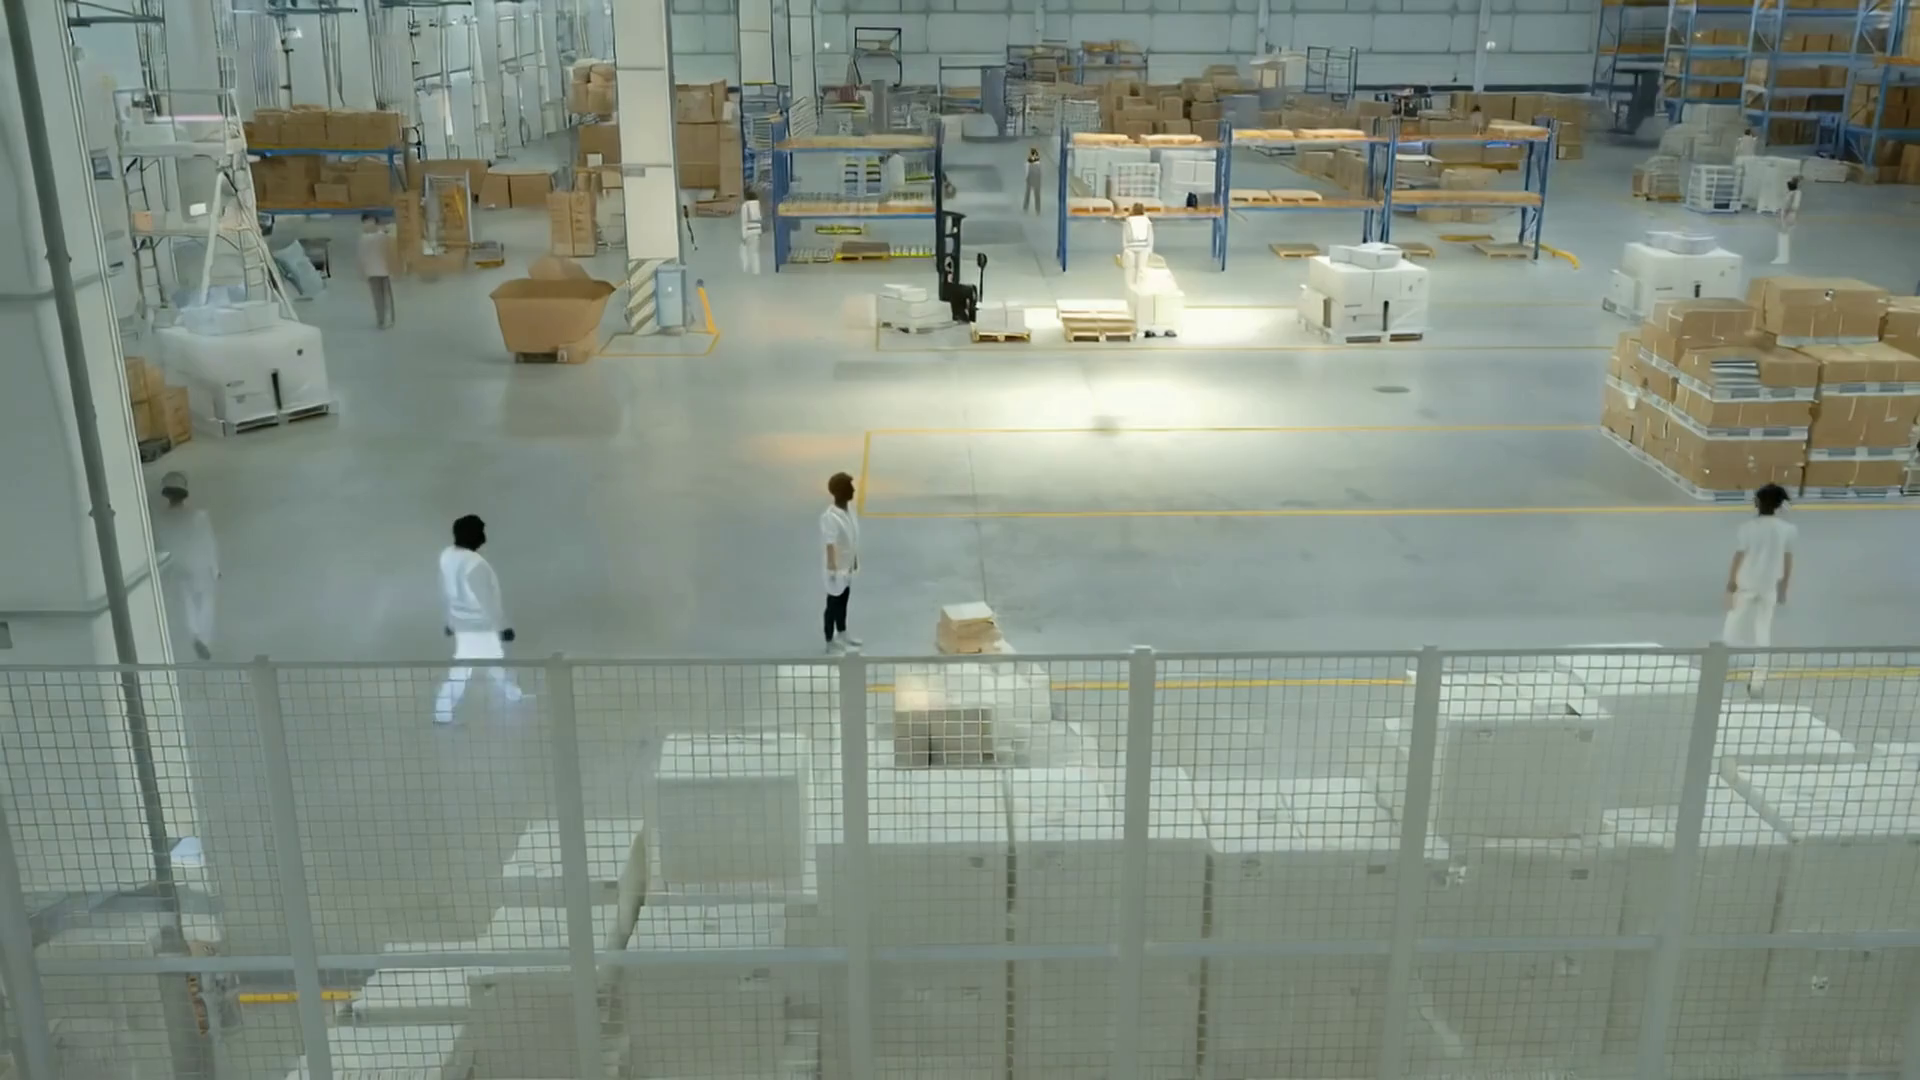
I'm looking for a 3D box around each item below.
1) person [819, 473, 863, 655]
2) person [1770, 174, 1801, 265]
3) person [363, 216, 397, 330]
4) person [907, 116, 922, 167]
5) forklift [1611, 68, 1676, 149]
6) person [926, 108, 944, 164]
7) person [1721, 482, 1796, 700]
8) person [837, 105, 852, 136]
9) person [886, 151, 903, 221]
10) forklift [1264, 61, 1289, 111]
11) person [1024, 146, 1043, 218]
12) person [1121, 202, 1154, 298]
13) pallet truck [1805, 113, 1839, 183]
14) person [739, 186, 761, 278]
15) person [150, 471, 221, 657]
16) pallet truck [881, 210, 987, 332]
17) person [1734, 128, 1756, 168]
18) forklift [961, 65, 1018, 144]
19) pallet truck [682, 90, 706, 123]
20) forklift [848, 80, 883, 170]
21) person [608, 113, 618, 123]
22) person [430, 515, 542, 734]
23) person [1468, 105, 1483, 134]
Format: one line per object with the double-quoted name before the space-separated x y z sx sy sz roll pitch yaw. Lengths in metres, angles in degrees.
"person" -1.076 0.207 15.077 0.322 1.697 0.530 8 20 23
"person" 17.800 -6.899 35.824 0.616 1.915 0.426 -15 24 -38
"person" -10.183 -4.669 29.101 0.392 1.986 0.609 7 20 19
"person" -1.456 -12.750 53.468 0.482 1.735 0.339 -6 20 -17
"forklift" 25.004 -15.715 60.490 1.873 2.768 1.129 17 25 41
"person" -0.817 -13.265 54.754 0.641 1.892 1.023 -5 19 -13
"person" 6.852 0.386 14.350 0.554 1.824 0.947 3 19 8
"person" -4.143 -14.808 59.725 0.534 1.614 0.475 -9 20 -24
"person" -1.665 -9.116 42.410 0.443 1.914 0.675 -3 19 -8
"forklift" 12.521 -17.614 66.124 1.873 2.768 1.129 -16 25 -40
"person" 1.879 -9.281 43.058 0.520 1.821 0.838 -6 19 -16
"person" 3.403 -5.574 32.030 0.624 1.835 0.431 -1 19 -2
"pallet truck" 26.403 -11.957 50.702 0.823 1.965 1.885 6 19 16
"person" -4.348 -6.313 34.160 0.523 1.866 0.620 13 22 33
"person" -6.910 0.245 14.865 0.540 1.755 0.459 -2 19 -6
"pallet truck" -0.493 -4.759 29.349 1.885 1.965 0.823 -13 23 -34
"person" 23.528 -11.496 49.849 0.540 1.667 0.804 5 19 14
"forklift" 1.090 -16.329 62.311 1.873 2.768 1.129 -10 21 -28
"pallet truck" -9.671 -15.907 62.421 0.823 1.965 1.885 5 19 15
"forklift" -2.644 -13.227 53.109 1.873 2.768 1.129 -1 19 -1
"person" -12.233 -14.702 59.024 0.562 1.889 0.986 6 20 18
"person" -3.976 0.667 13.583 1.001 1.797 0.620 -12 22 -33
"person" 17.410 -13.778 56.305 0.591 1.877 1.005 -6 20 -18
